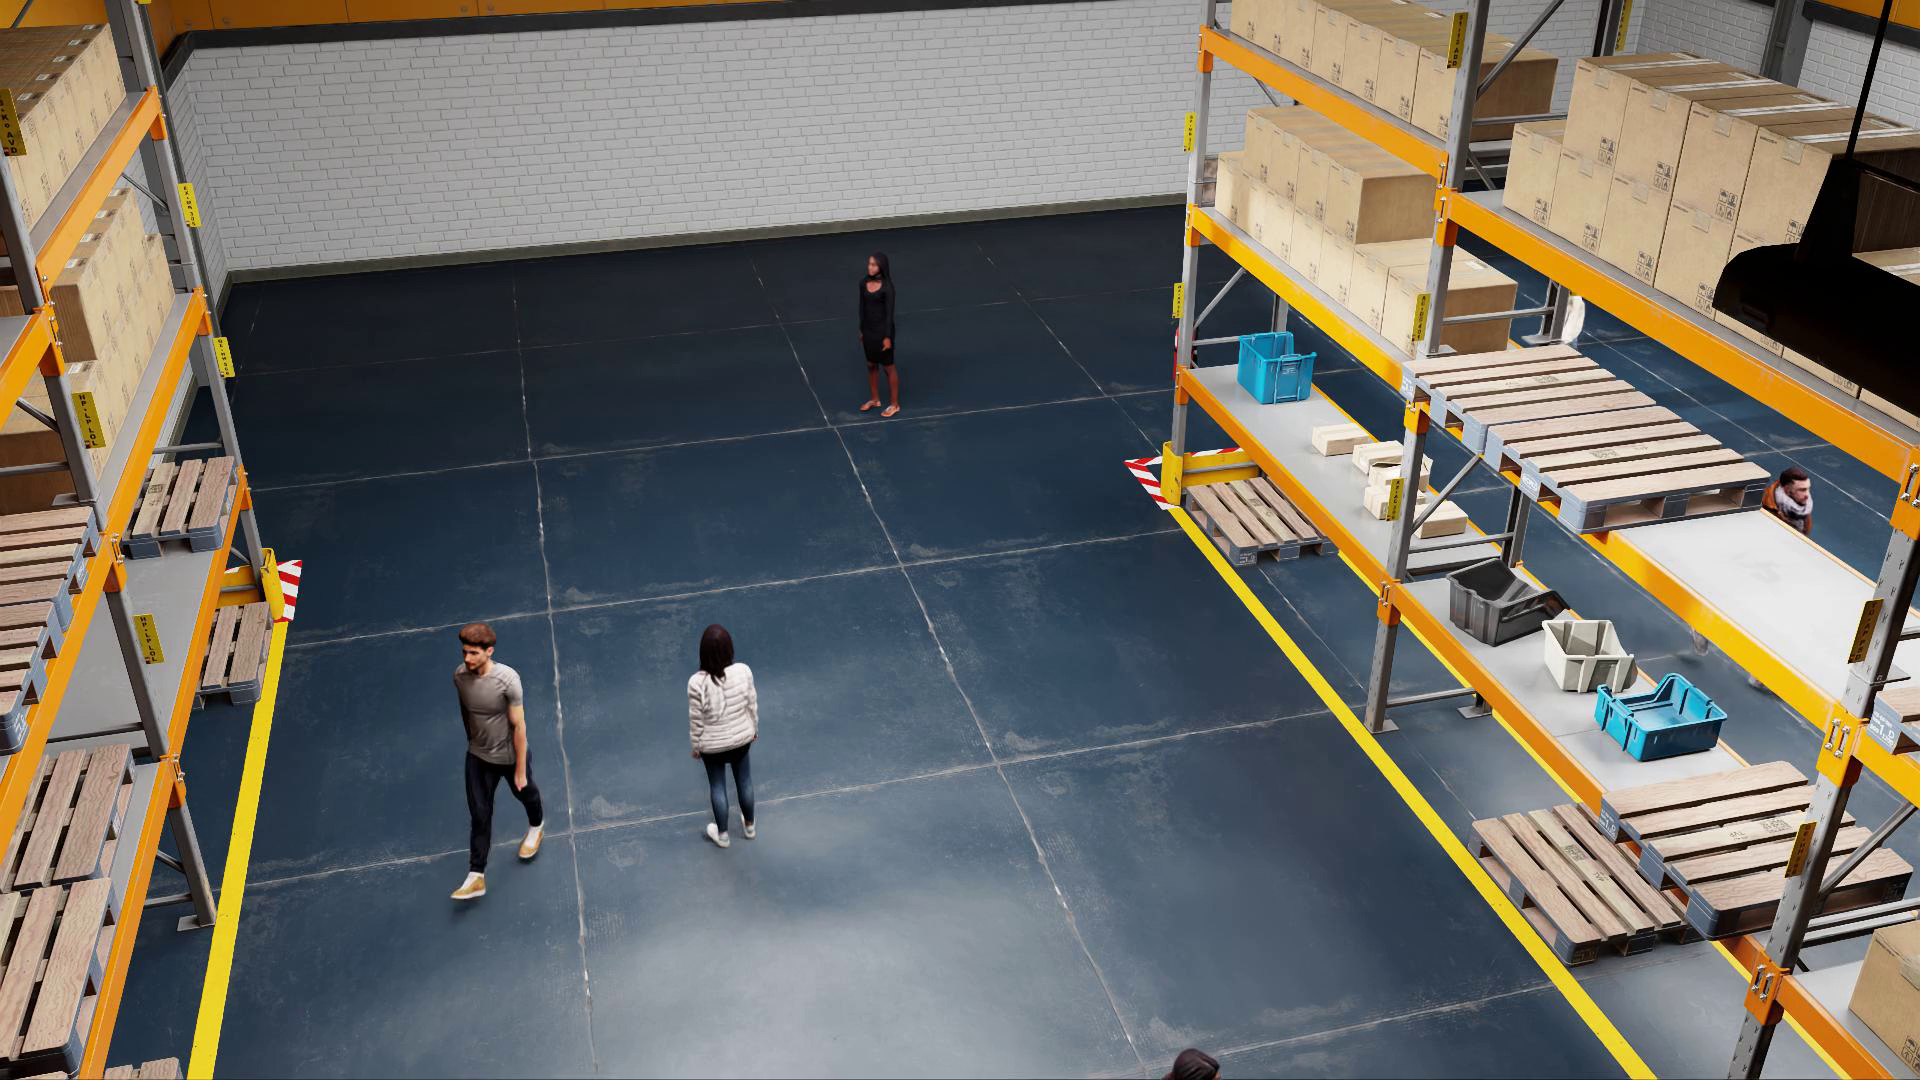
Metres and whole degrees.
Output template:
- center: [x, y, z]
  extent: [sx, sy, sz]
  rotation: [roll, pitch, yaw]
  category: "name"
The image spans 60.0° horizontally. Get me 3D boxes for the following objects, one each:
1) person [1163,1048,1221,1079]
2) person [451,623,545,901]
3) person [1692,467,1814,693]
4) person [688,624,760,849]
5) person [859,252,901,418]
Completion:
- center: [0.983, 2.989, 7.585]
  extent: [0.735, 1.767, 0.655]
  rotation: [11, 31, 19]
  category: "person"
- center: [-2.886, 1.307, 10.582]
  extent: [1.058, 1.849, 1.272]
  rotation: [7, 29, 13]
  category: "person"
- center: [6.020, 0.266, 12.526]
  extent: [0.880, 1.814, 1.122]
  rotation: [-16, 33, -27]
  category: "person"
- center: [-1.538, 1.278, 10.858]
  extent: [0.664, 1.636, 0.613]
  rotation: [-14, 31, -23]
  category: "person"
- center: [-0.829, -2.113, 16.986]
  extent: [0.645, 1.721, 0.741]
  rotation: [21, 35, 33]
  category: "person"
